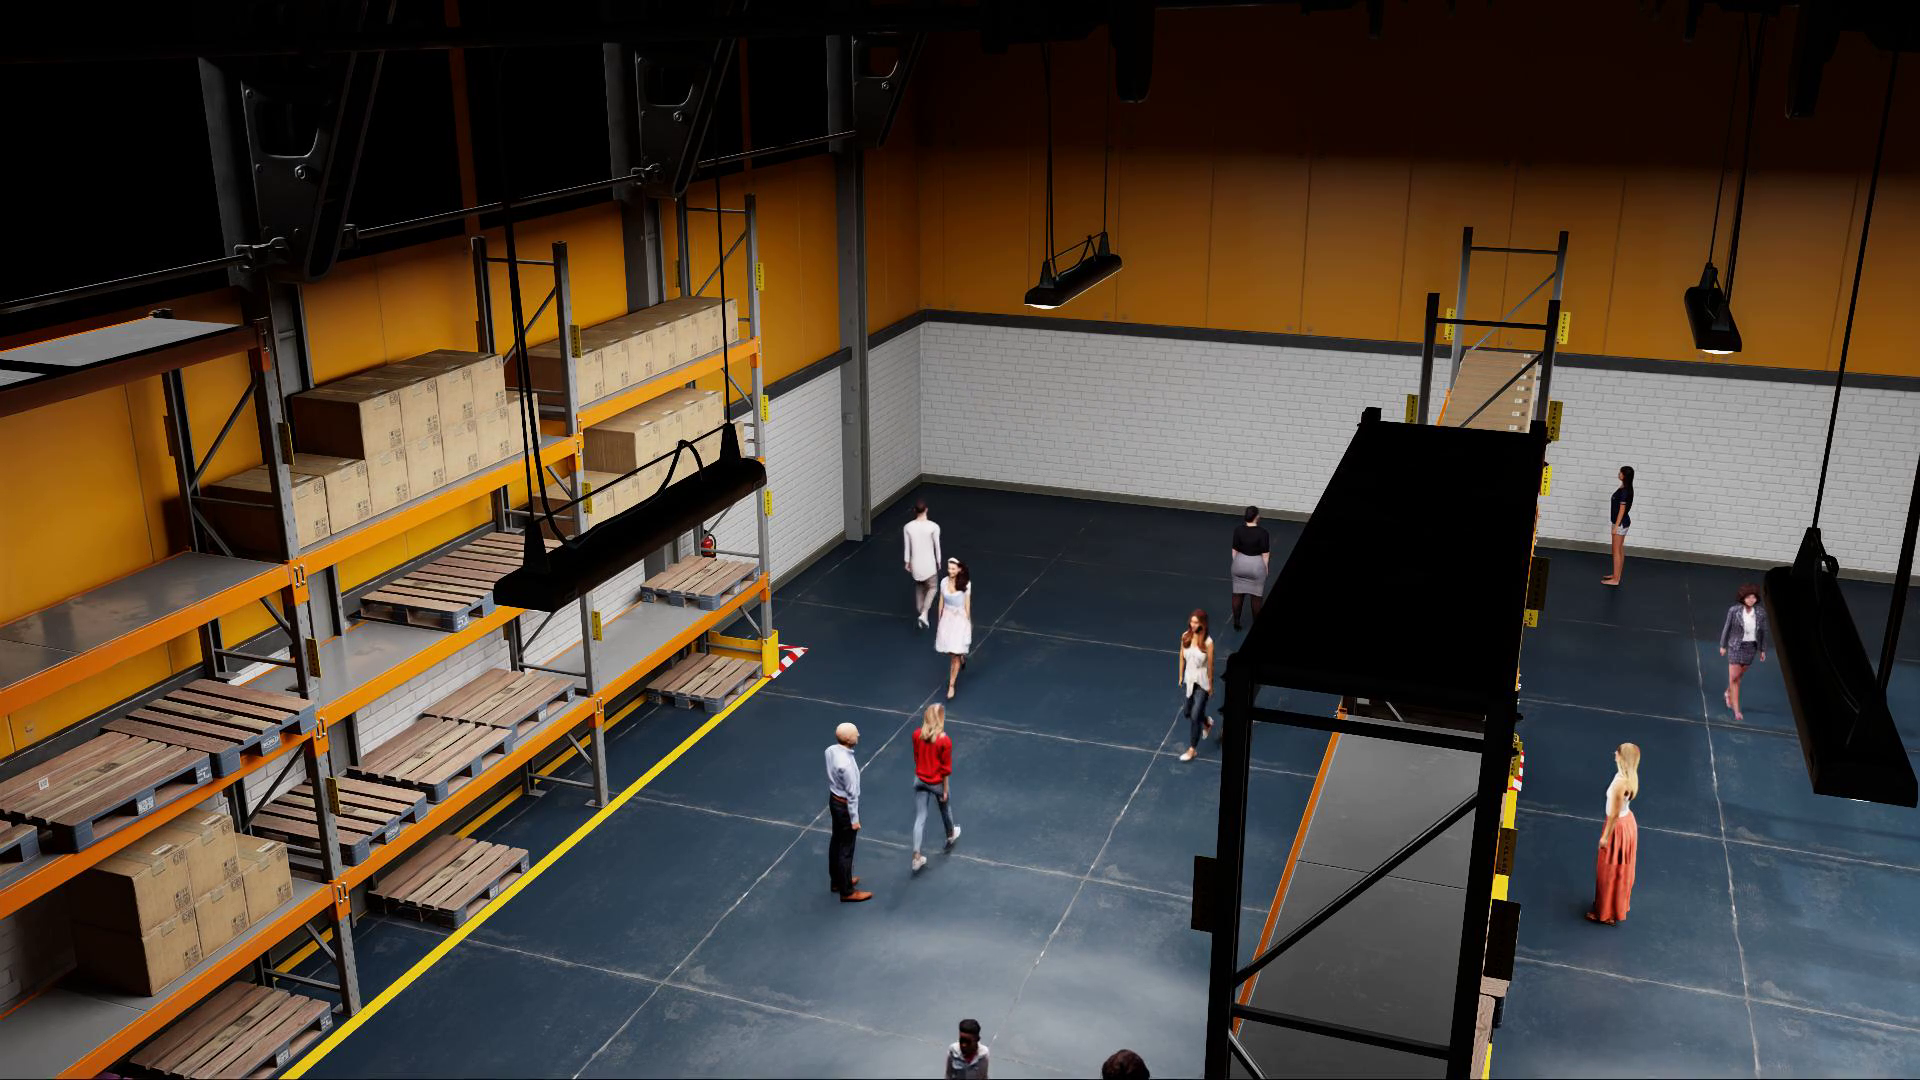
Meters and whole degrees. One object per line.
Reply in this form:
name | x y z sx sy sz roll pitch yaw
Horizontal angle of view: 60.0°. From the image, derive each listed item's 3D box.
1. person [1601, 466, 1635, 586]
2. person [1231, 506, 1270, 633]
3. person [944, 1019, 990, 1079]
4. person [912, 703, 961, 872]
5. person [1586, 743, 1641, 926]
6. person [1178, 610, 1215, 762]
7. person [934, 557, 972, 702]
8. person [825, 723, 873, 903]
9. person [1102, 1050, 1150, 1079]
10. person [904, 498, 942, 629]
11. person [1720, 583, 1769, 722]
person | 9.572 -0.219 24.092 0.673 1.766 0.516 11 21 29
person | 3.879 0.395 22.284 0.687 1.756 0.647 9 20 24
person | 0.061 4.044 12.255 0.498 1.241 0.884 6 19 16
person | -0.329 2.448 16.349 0.656 1.654 1.106 8 20 22
person | 6.085 2.699 15.368 0.740 1.803 0.598 12 22 33
person | 2.728 1.596 18.703 0.805 1.766 1.000 17 25 40
person | -0.029 1.042 20.298 0.638 1.797 0.961 7 20 20
person | -1.094 2.560 15.805 0.770 1.789 0.717 -9 21 -26
person | 1.096 4.148 11.110 0.583 1.776 0.592 7 20 20
person | -0.503 0.352 22.307 0.709 1.824 0.860 5 19 14
person | 9.273 1.292 19.780 0.798 1.656 1.116 1 19 4
